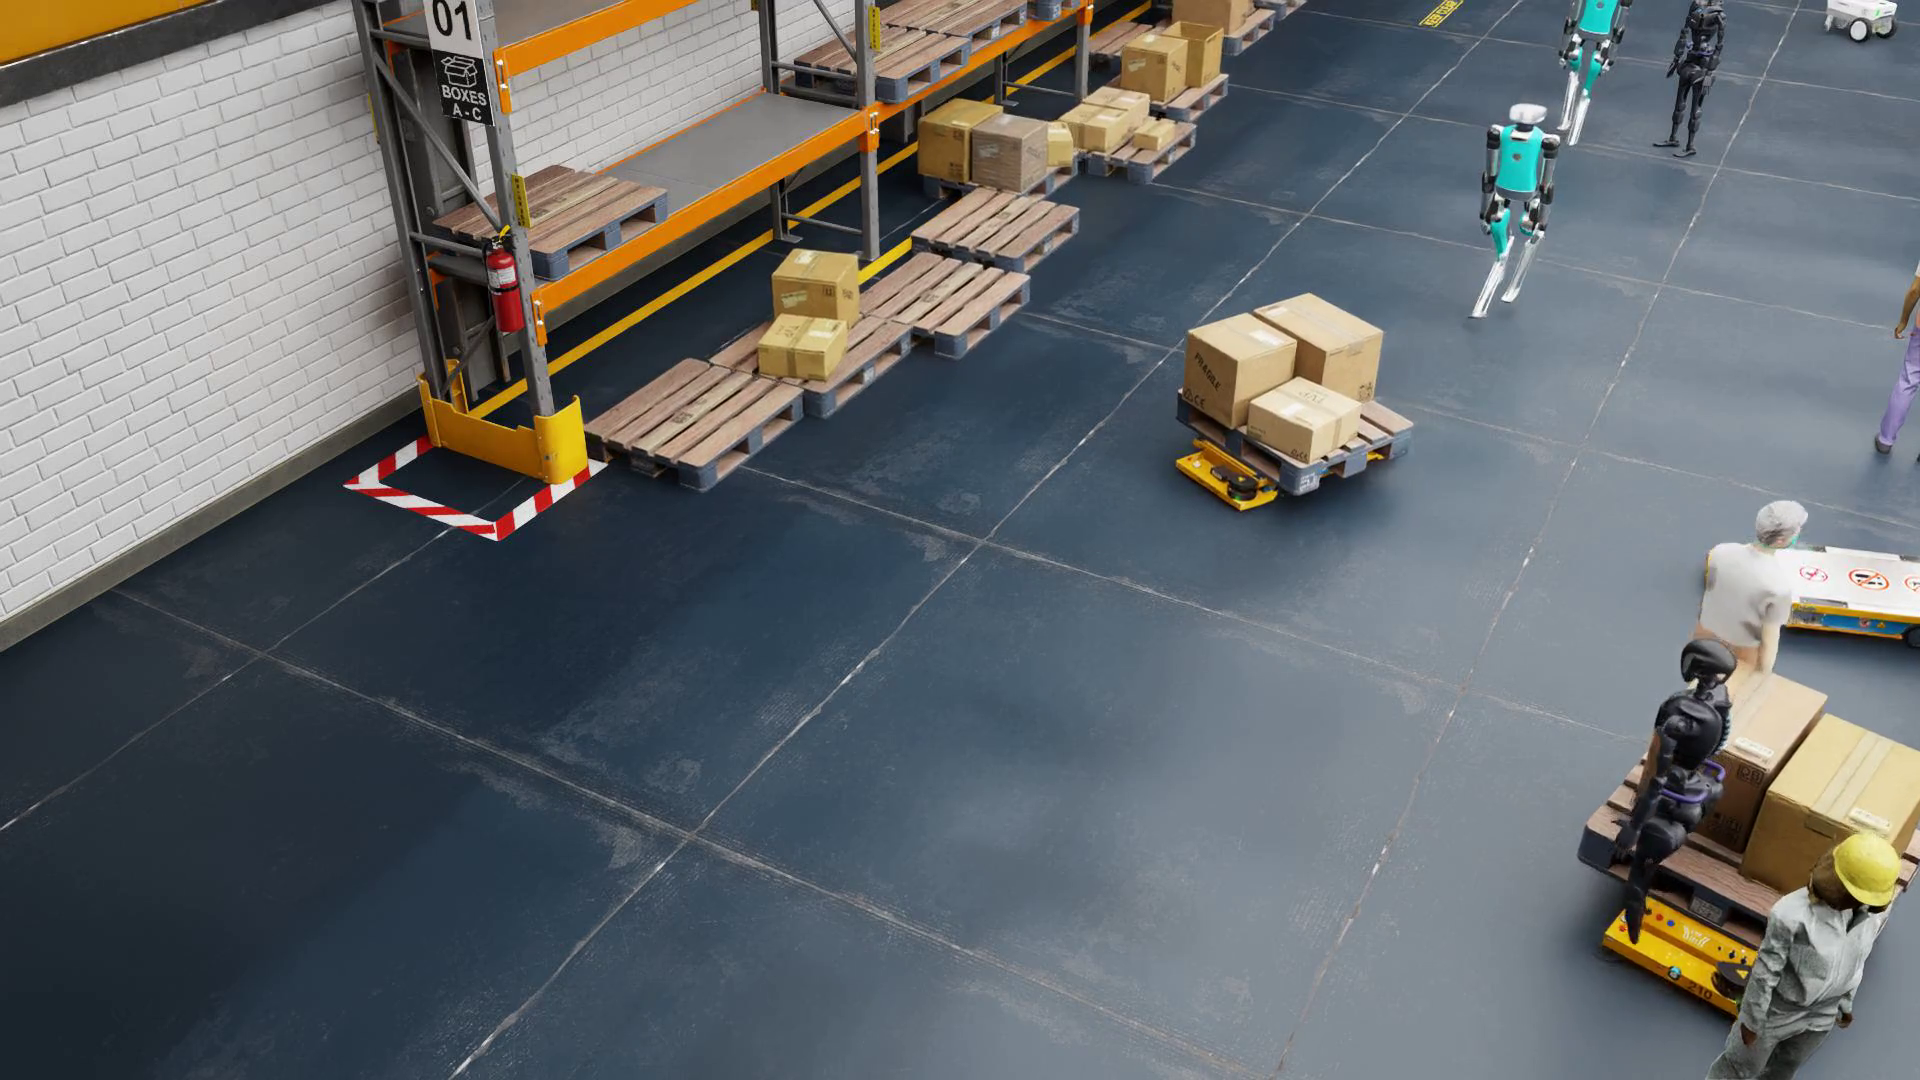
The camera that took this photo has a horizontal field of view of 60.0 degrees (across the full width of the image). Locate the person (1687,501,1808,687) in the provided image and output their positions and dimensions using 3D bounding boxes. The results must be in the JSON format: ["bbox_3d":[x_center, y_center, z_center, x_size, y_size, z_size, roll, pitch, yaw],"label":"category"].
[{"bbox_3d":[3.650,0.579,7.957,0.473,1.726,0.508,-21,39,-28],"label":"person"}]

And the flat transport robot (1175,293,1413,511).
[{"bbox_3d":[2.199,-0.604,11.062,1.431,0.231,0.659,-20,38,-27],"label":"flat transport robot"}]

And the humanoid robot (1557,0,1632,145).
[{"bbox_3d":[6.028,-4.657,15.895,0.567,1.802,0.797,14,36,20],"label":"humanoid robot"}]

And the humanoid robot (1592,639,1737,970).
[{"bbox_3d":[3.072,1.142,7.143,0.373,1.649,0.589,29,43,36],"label":"humanoid robot"}]

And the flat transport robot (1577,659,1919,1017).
[{"bbox_3d":[3.619,1.597,7.732,0.659,0.231,1.431,27,42,34],"label":"flat transport robot"}]

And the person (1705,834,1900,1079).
[{"bbox_3d":[3.117,1.746,6.174,0.483,1.737,0.308,-8,34,-12],"label":"person"}]

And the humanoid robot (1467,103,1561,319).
[{"bbox_3d":[4.231,-2.493,12.590,0.550,1.743,0.977,21,39,28],"label":"humanoid robot"}]

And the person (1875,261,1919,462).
[{"bbox_3d":[6.396,-1.363,10.788,0.567,1.835,0.395,20,38,27],"label":"person"}]

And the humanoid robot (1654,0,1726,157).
[{"bbox_3d":[6.895,-4.435,15.571,0.315,1.654,0.599,-8,34,-12],"label":"humanoid robot"}]

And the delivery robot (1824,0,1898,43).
[{"bbox_3d":[10.299,-6.026,19.006,0.515,0.595,0.767,-15,36,-21],"label":"delivery robot"}]

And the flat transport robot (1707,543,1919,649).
[{"bbox_3d":[5.167,0.315,9.671,1.431,0.231,0.659,7,34,10],"label":"flat transport robot"}]
